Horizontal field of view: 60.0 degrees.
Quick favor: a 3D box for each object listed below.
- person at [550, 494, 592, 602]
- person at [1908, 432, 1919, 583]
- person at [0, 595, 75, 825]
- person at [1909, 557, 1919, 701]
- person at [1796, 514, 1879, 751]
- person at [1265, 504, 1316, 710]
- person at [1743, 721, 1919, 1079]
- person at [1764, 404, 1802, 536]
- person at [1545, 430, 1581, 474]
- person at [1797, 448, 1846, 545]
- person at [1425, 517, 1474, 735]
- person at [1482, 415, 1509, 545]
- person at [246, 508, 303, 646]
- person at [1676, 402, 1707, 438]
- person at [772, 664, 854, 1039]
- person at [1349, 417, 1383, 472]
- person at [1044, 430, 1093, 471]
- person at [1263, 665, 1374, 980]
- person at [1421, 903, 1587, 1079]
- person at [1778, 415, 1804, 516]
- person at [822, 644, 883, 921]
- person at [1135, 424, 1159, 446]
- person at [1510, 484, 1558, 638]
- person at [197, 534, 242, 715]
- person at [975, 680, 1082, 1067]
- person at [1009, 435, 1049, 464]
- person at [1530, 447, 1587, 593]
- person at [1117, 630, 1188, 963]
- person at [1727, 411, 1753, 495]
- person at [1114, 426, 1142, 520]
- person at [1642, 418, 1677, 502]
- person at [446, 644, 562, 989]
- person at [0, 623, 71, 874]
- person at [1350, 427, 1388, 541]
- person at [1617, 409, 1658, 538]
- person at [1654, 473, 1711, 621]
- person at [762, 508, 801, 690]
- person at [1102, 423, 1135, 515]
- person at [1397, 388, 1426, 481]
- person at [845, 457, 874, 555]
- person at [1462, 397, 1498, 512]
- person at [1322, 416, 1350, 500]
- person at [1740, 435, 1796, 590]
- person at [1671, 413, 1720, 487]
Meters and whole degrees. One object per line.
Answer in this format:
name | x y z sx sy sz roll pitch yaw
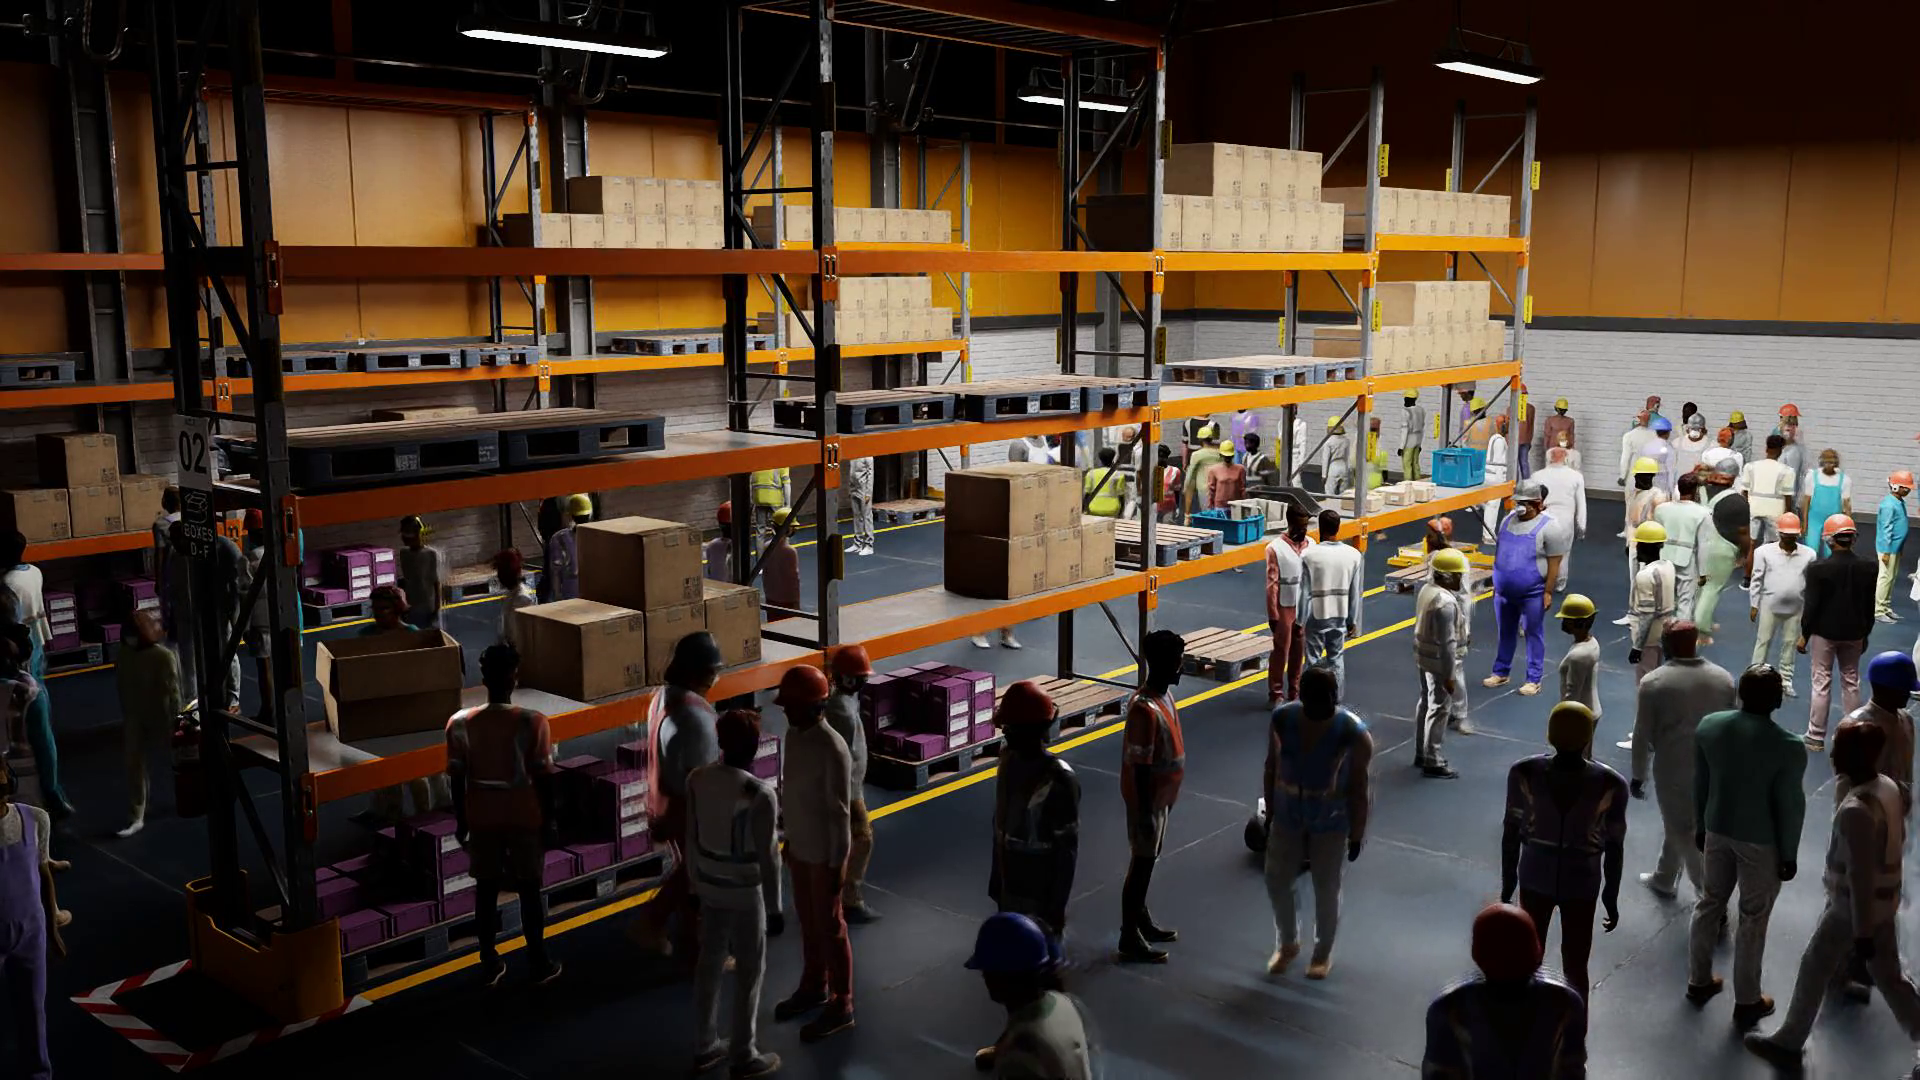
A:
person | -3.508 0.521 15.511 0.588 1.927 0.369 -4 10 -25
person | 12.239 -0.454 21.046 0.435 2.032 0.609 4 10 22
person | -6.530 1.233 11.630 0.566 1.811 0.615 -6 11 -34
person | 9.034 0.588 15.393 0.562 1.836 0.397 -8 13 -41
person | 7.279 0.772 13.841 0.611 1.986 0.393 0 10 -3
person | 2.983 0.613 15.031 0.599 1.909 0.402 -7 12 -36
person | 4.470 1.795 8.171 0.573 1.852 0.956 -9 13 -44
person | 12.076 -1.002 24.397 0.378 1.996 0.611 1 10 4
person | 8.776 -0.790 24.244 0.509 1.624 0.363 4 10 23
person | 11.344 -0.402 21.895 0.556 1.625 0.384 0 10 1
person | 4.258 0.728 14.440 0.432 1.869 0.627 -2 10 -11
person | 7.751 -0.870 23.994 0.355 1.874 0.574 2 10 11
person | -7.161 0.203 17.439 0.371 1.916 0.597 7 12 37
person | 11.299 -1.183 25.755 0.395 1.910 0.586 -3 10 -18
person | -0.786 1.620 8.788 0.409 1.986 0.621 -6 11 -31
person | 6.503 -1.176 26.605 0.443 1.598 0.521 -7 12 -37
person | 1.618 -1.117 25.037 0.727 2.011 0.632 2 10 13
person | 1.983 1.601 9.388 0.643 1.823 0.515 6 11 30
person | 1.907 2.156 5.823 0.591 1.903 0.606 1 10 8
person | 11.629 -0.792 23.356 0.367 1.932 0.632 7 12 34
person | -0.683 1.495 10.245 0.389 1.737 0.598 -3 10 -15
person | 3.059 -1.339 27.475 0.311 1.638 0.521 -9 13 -44
person | 6.197 0.217 18.130 0.566 1.651 0.637 4 10 25
person | -6.663 0.639 14.772 0.627 1.941 0.371 2 10 13
person | 0.330 1.687 8.203 0.383 2.045 0.605 -6 11 -32
person | 1.023 -0.806 23.099 0.536 2.000 0.687 9 13 43
person | 7.207 -0.202 20.098 0.661 1.858 1.016 4 10 21
person | 1.126 1.477 9.713 0.369 1.958 0.604 3 10 16
person | 12.152 -1.161 26.123 0.305 1.738 0.484 -9 13 -43
person | 2.488 -0.889 24.870 0.515 1.621 0.555 6 11 31
person | 9.673 -0.726 22.956 0.438 1.918 0.639 -3 10 -15
person | -2.535 1.544 9.285 0.600 1.967 0.369 1 10 4
person | -6.216 1.386 11.037 0.534 1.697 0.318 7 12 35
person | 5.921 -0.799 24.137 0.656 1.672 0.565 -8 12 -39
person | 9.976 -0.967 24.447 0.648 1.913 0.409 -2 10 -12
person | 7.393 0.266 17.109 0.407 1.908 0.593 -7 12 -37
person | -1.660 0.570 15.693 0.330 1.763 0.541 -8 12 -40
person | 2.545 -1.328 26.622 0.567 1.904 0.521 7 12 34
person | 7.699 -1.650 28.470 0.595 1.925 0.373 -8 12 -38
person | -1.398 -0.664 23.136 0.297 1.744 0.487 -8 12 -40
person | 8.487 -1.390 27.046 0.616 1.888 0.601 6 11 31
person | 5.678 -1.008 25.224 0.486 1.738 0.320 -4 10 -25
person | 9.978 -0.329 20.581 0.609 1.936 0.484 8 12 39
person | 9.959 -0.735 22.671 0.679 2.000 0.535 8 12 39
